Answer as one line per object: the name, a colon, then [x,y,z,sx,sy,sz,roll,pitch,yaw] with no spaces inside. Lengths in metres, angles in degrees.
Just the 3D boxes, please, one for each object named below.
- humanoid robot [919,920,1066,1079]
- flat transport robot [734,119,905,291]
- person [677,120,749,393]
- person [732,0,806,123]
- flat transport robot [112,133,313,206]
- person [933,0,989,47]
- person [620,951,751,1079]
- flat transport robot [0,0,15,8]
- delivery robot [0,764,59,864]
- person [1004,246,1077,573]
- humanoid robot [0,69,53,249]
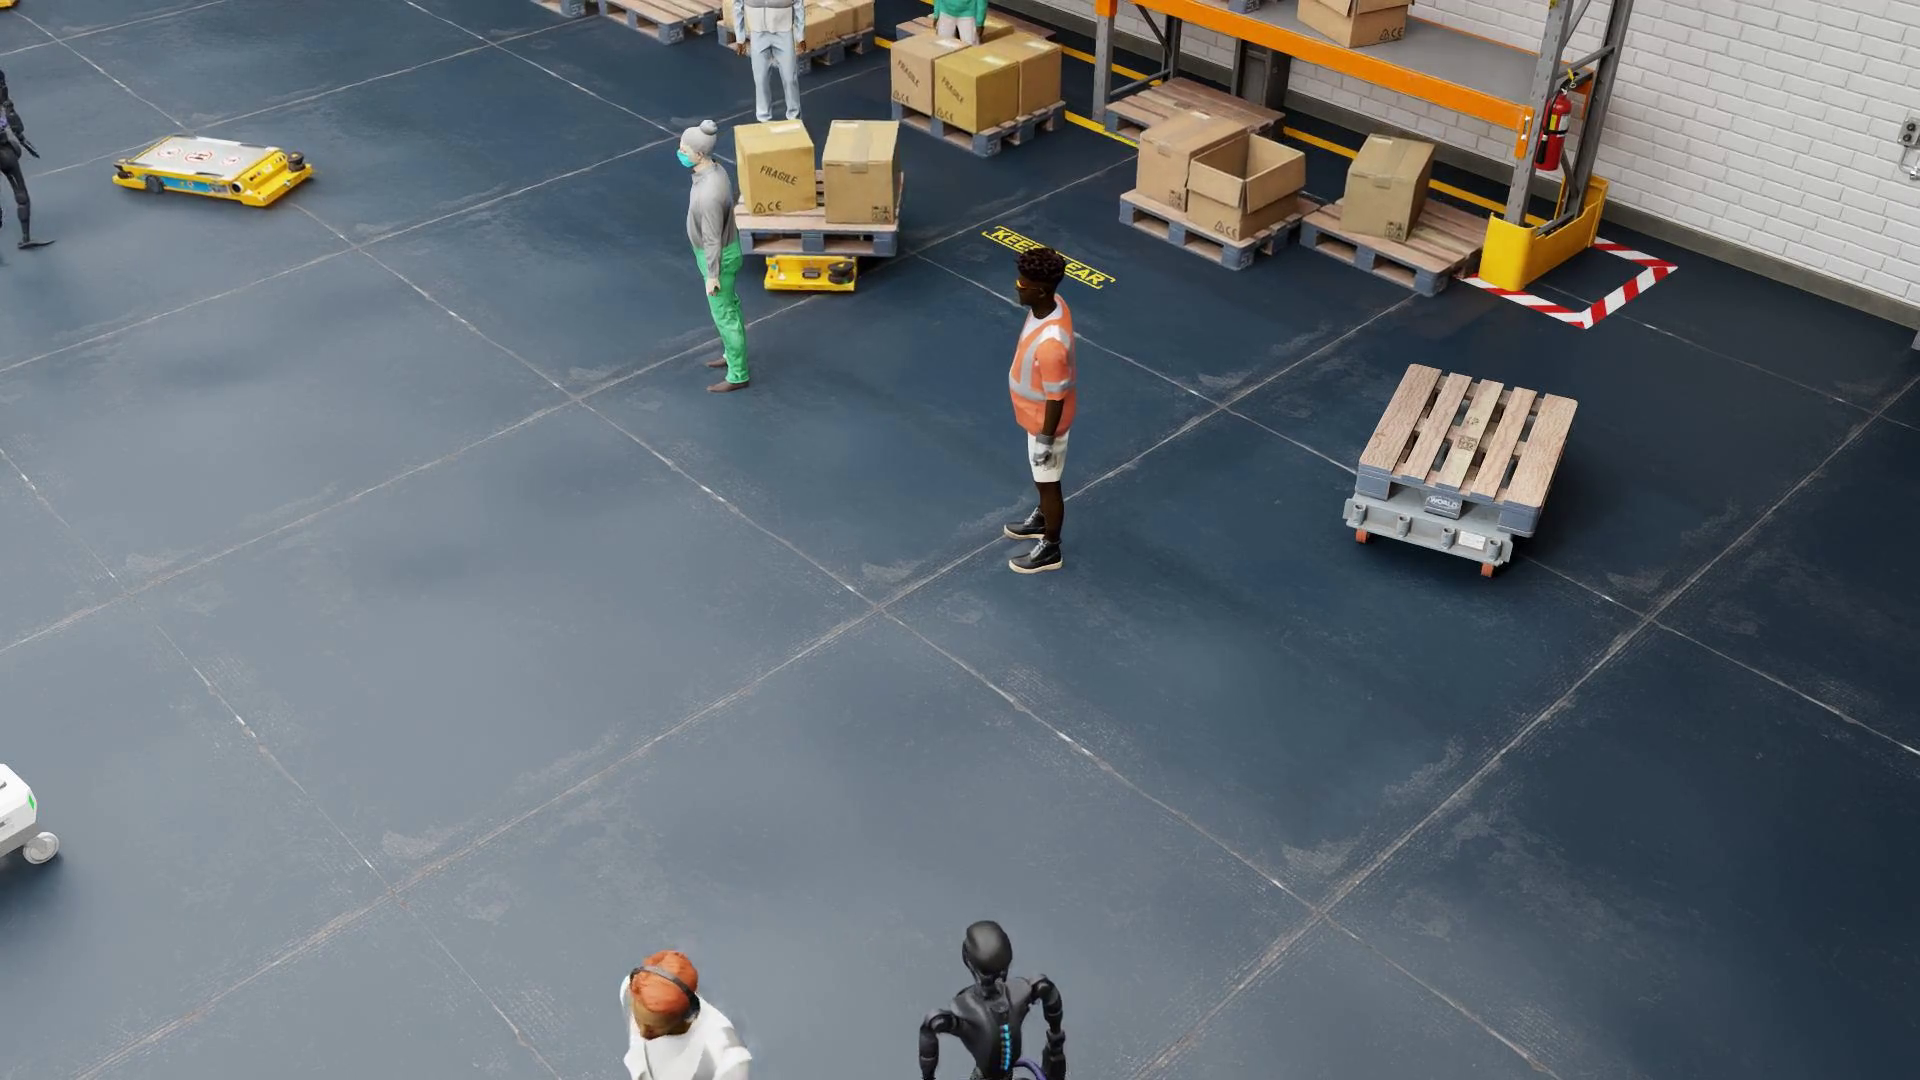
humanoid robot: [0.099,1.977,5.776,0.613,1.618,0.757,-16,40,-20]
flat transport robot: [-1.051,-2.293,12.569,0.659,0.231,1.431,2,37,2]
person: [-1.567,-1.820,10.648,0.344,1.835,0.510,-5,37,-6]
person: [-1.564,-4.187,13.722,0.595,1.908,0.408,0,37,1]
flat transport robot: [-6.084,-3.011,13.520,1.431,0.231,0.659,10,38,13]
person: [0.015,-4.494,14.180,0.506,1.841,0.399,18,41,22]
person: [-0.886,1.966,5.638,0.590,1.832,0.955,25,44,29]
flat transport robot: [-10.337,-5.560,16.894,1.431,0.231,0.659,-6,38,-8]
delivery robot: [-4.561,1.387,7.476,0.499,0.614,0.791,26,44,30]
person: [0.443,-0.695,9.047,0.372,1.966,0.605,0,37,0]
humanoid robot: [-7.120,-2.872,12.172,0.451,1.648,0.618,9,38,11]
